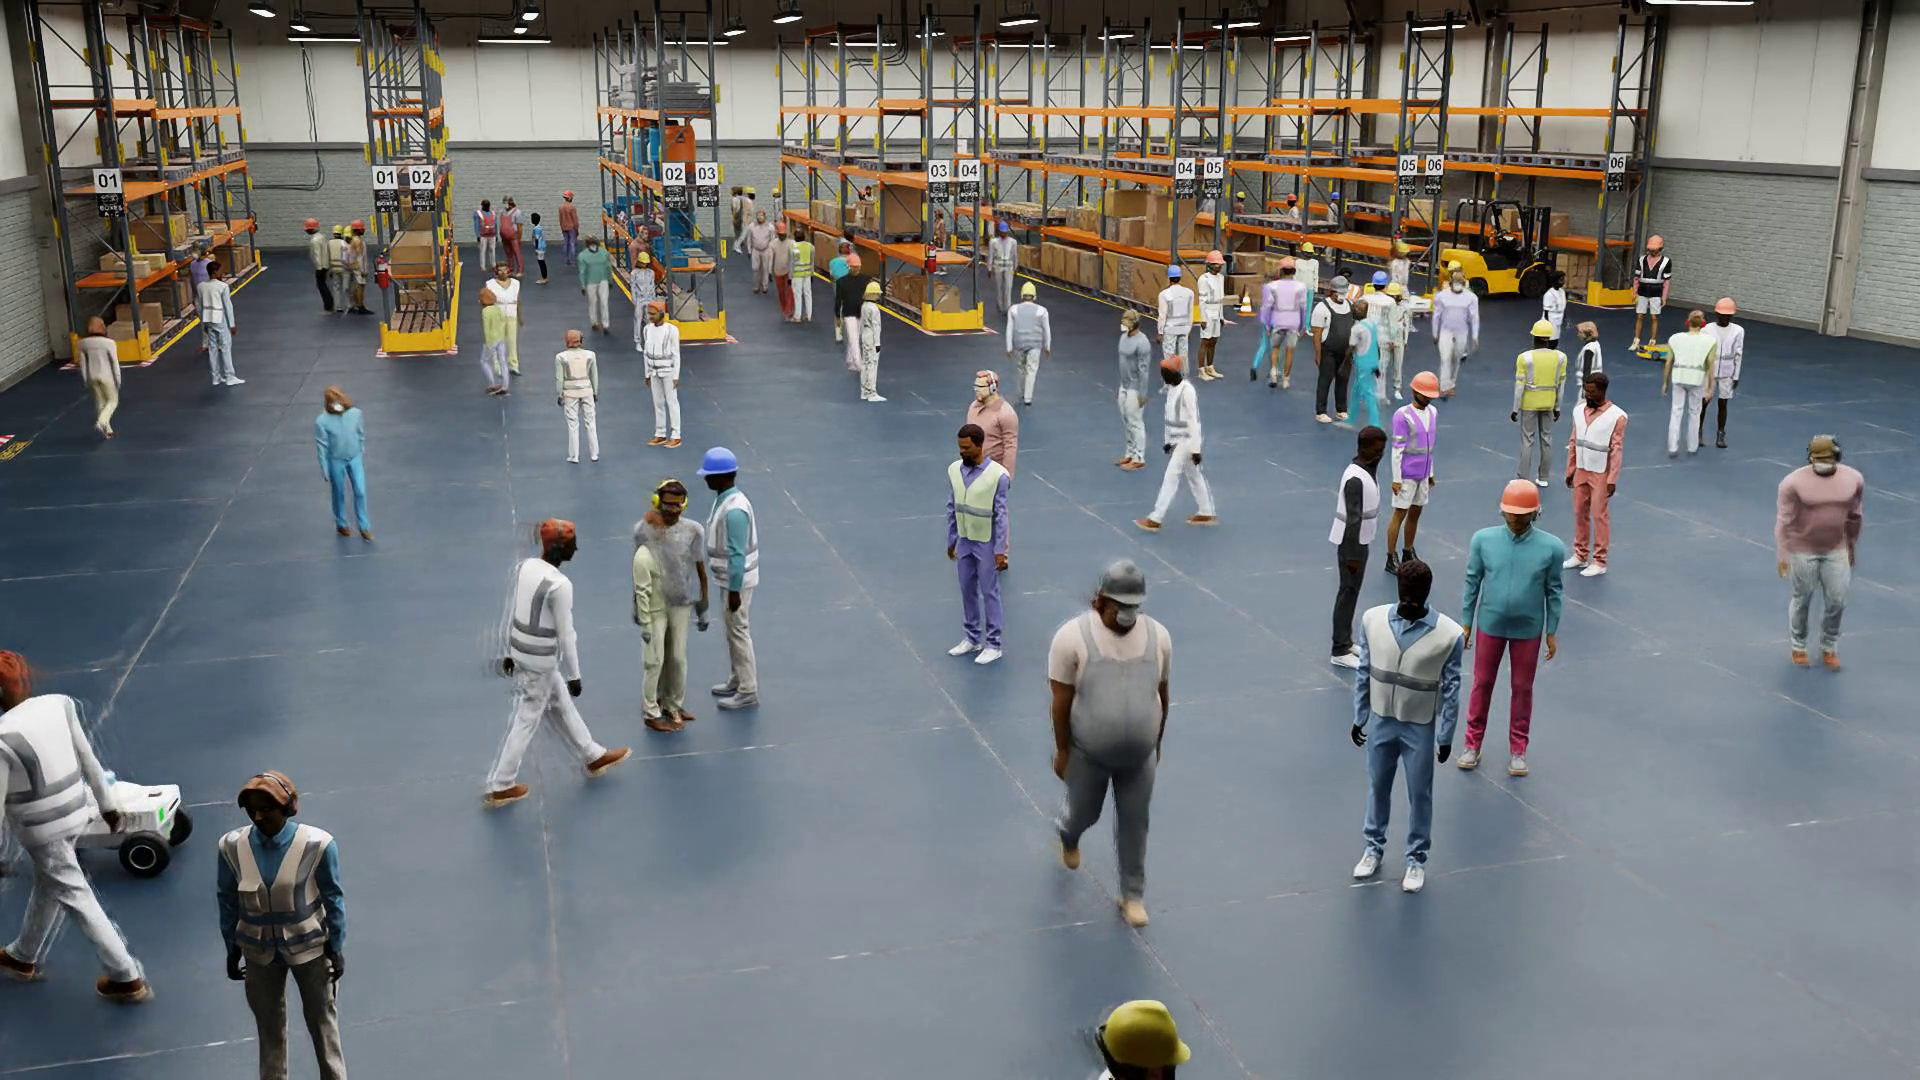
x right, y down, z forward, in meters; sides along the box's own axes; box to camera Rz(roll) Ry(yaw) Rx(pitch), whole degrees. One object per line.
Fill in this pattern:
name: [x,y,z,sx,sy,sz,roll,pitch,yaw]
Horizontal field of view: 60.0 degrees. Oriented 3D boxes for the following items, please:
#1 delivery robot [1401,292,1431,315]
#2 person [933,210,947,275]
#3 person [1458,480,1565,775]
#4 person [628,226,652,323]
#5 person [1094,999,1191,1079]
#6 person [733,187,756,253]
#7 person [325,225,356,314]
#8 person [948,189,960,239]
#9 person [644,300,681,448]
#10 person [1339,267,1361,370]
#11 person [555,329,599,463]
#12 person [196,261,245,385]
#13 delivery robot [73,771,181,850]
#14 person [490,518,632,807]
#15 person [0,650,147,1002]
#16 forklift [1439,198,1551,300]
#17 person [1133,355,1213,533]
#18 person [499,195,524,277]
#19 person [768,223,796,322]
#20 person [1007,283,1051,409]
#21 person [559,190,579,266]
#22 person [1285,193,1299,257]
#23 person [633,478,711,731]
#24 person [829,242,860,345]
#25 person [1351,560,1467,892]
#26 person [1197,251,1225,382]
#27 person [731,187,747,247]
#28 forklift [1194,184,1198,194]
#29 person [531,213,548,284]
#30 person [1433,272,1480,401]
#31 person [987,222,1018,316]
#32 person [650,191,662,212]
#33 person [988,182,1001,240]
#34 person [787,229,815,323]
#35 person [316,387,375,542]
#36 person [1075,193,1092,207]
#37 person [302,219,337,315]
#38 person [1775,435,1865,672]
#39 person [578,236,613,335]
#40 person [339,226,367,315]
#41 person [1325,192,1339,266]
delivery robot: [9.091,-4.741,33.444,0.707,0.478,0.477,-1,15,-2]
person: [-0.501,-7.528,42.057,0.318,1.631,0.513,-5,16,-18]
person: [3.596,0.569,10.887,0.622,1.989,0.399,5,16,20]
person: [-6.310,-5.287,33.123,0.401,1.896,0.650,5,16,18]
person: [0.444,2.217,5.172,0.739,1.743,0.531,0,15,2]
person: [-6.087,-9.212,47.918,0.989,1.883,0.586,-2,15,-6]
person: [-12.759,-5.585,34.351,0.598,1.830,0.404,2,15,8]
person: [-0.197,-10.321,52.573,0.282,1.625,0.496,11,18,35]
person: [-3.804,-2.119,21.228,0.578,1.879,0.349,9,17,31]
person: [6.282,-3.628,27.266,0.530,1.689,0.323,1,15,3]
person: [-4.665,-1.751,20.300,0.514,1.637,0.315,-7,17,-26]
person: [-11.531,-3.362,25.833,0.587,1.915,0.395,5,16,18]
delivery robot: [-4.927,1.584,9.645,0.707,0.478,0.477,-2,15,-8]
person: [-2.600,0.745,10.541,0.995,1.818,0.649,-10,18,-34]
person: [-4.488,1.388,8.114,0.983,1.824,0.638,2,15,9]
forklift: [11.913,-6.508,37.130,2.313,2.155,1.214,-4,15,-15]
person: [2.201,-0.987,17.074,1.002,1.809,0.674,-2,15,-8]
person: [-11.219,-7.575,41.442,0.679,2.000,0.535,9,17,31]
person: [-3.521,-5.404,33.475,0.659,1.953,0.949,2,15,6]
person: [1.004,-2.823,24.049,0.618,1.779,0.918,3,15,11]
person: [-10.343,-8.260,44.109,0.620,1.994,0.381,9,17,29]
person: [8.688,-8.117,43.681,0.373,1.935,0.552,0,15,1]
person: [-2.019,0.448,11.648,0.549,1.836,0.478,-1,15,-4]
person: [-2.095,-4.456,30.077,0.566,1.846,0.389,8,17,27]
person: [2.506,1.019,9.358,0.587,1.911,0.397,9,18,31]
person: [3.985,-3.532,26.225,0.374,2.044,0.607,12,19,38]
person: [-6.597,-9.631,49.658,0.644,1.805,0.436,13,20,41]
forklift: [7.392,-11.333,53.972,1.873,2.768,1.129,-4,15,-15]
person: [-10.118,-7.006,39.981,0.322,1.690,0.532,-2,15,-6]
person: [7.302,-2.999,24.524,0.657,1.874,1.032,3,15,11]
person: [0.873,-5.598,34.287,0.634,1.898,1.016,-1,15,-4]
person: [-8.401,-8.729,46.082,0.468,1.910,0.618,-8,17,-27]
person: [1.120,-10.279,52.031,0.488,1.827,0.622,3,15,12]
person: [-3.180,-5.250,33.093,0.639,1.840,0.429,-14,20,-41]
person: [-6.161,-0.755,16.644,0.506,1.578,0.797,-11,19,-37]
person: [3.645,-9.401,49.005,0.548,1.673,0.630,-1,15,-4]
person: [-13.171,-5.624,34.229,0.534,1.971,0.658,-4,15,-15]
person: [6.603,0.095,12.862,0.663,1.893,0.519,2,15,6]
person: [-6.857,-4.818,31.422,0.658,1.854,1.048,-5,16,-18]
person: [-12.470,-5.528,34.157,0.609,1.815,0.487,0,15,0]
person: [9.920,-8.262,44.204,0.406,1.946,0.608,6,16,23]
